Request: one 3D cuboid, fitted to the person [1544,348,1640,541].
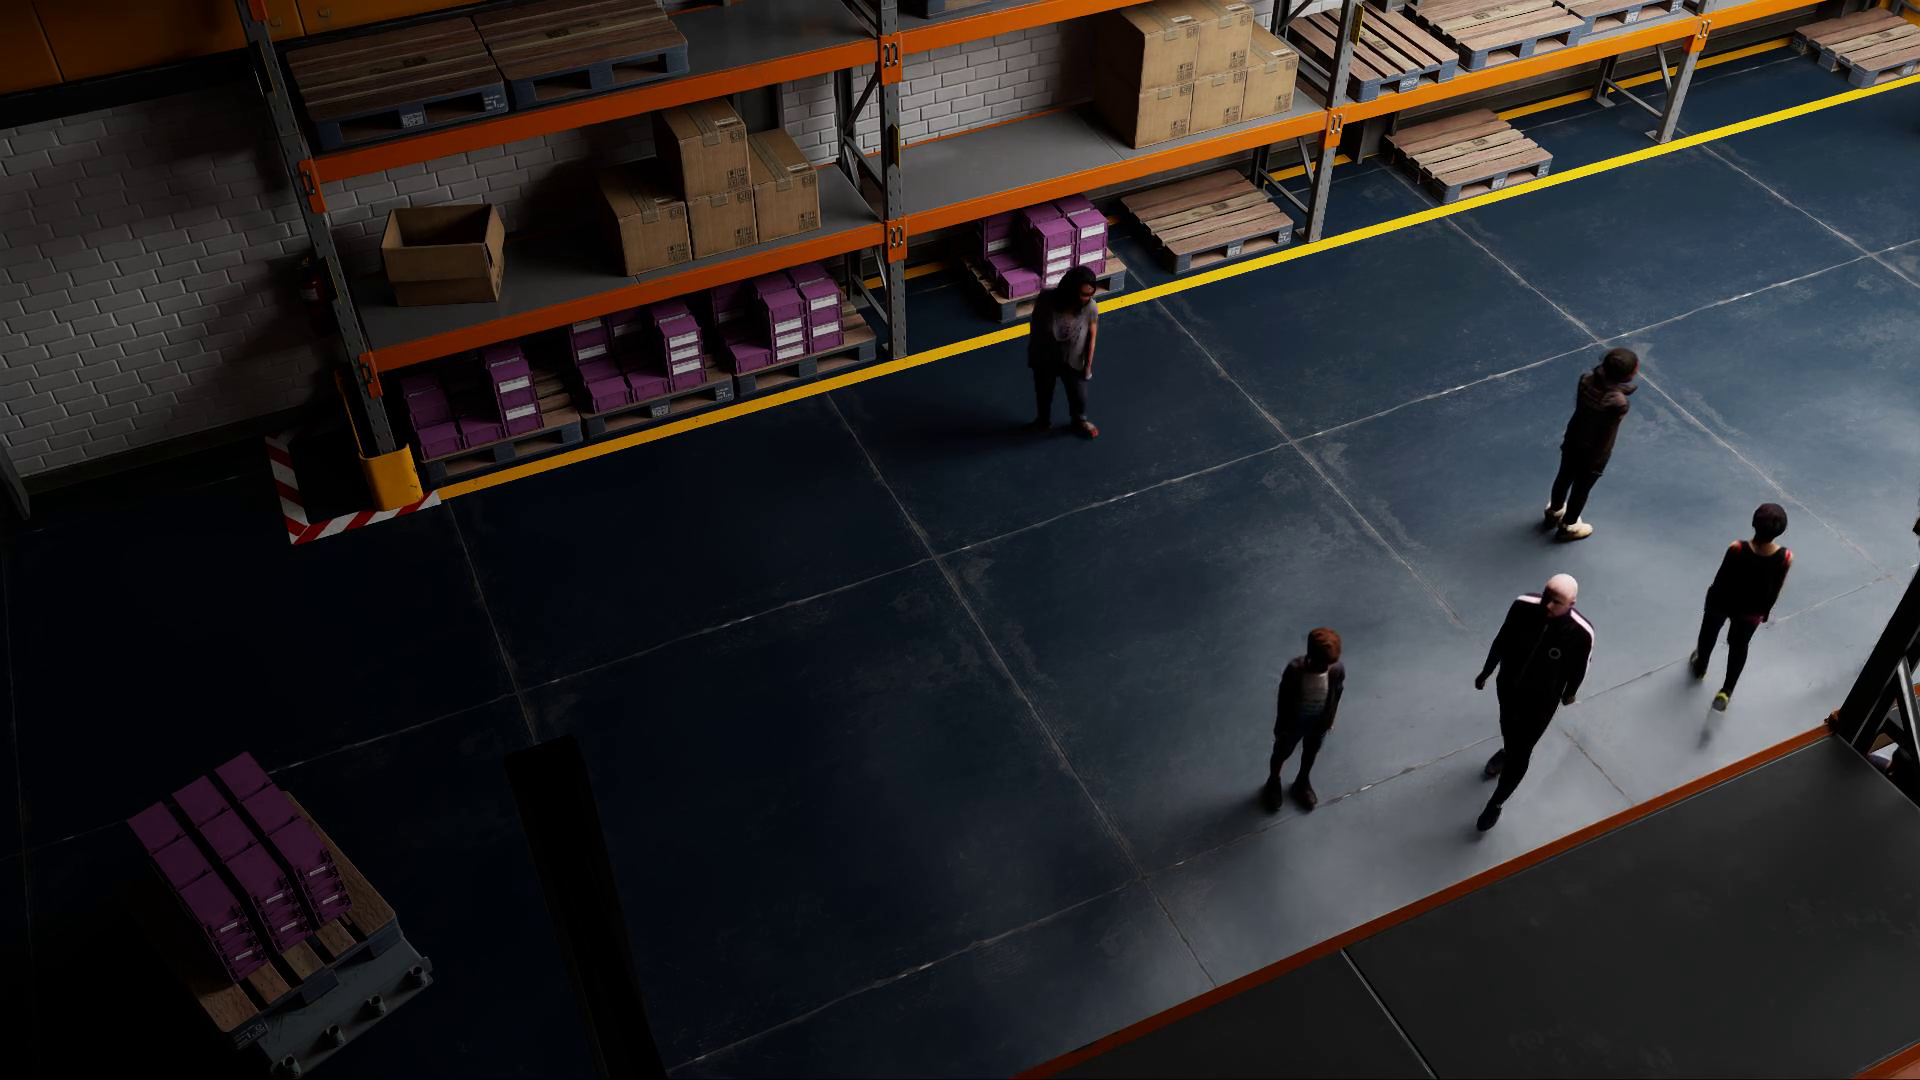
[{"bbox_3d":[4.296,-0.645,11.415,0.588,1.663,0.649,-18,46,-18],"label":"person"}]

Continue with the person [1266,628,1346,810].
[{"bbox_3d":[2.035,1.041,9.801,0.544,1.449,0.661,-4,44,-4],"label":"person"}]

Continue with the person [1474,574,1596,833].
[{"bbox_3d":[3.400,0.806,9.787,1.057,1.807,0.863,-32,52,-29],"label":"person"}]

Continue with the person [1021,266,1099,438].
[{"bbox_3d":[0.703,-1.412,12.284,0.851,1.574,0.913,24,49,23],"label":"person"}]

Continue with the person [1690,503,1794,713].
[{"bbox_3d":[4.853,0.432,10.378,0.888,1.533,0.928,12,45,13],"label":"person"}]
